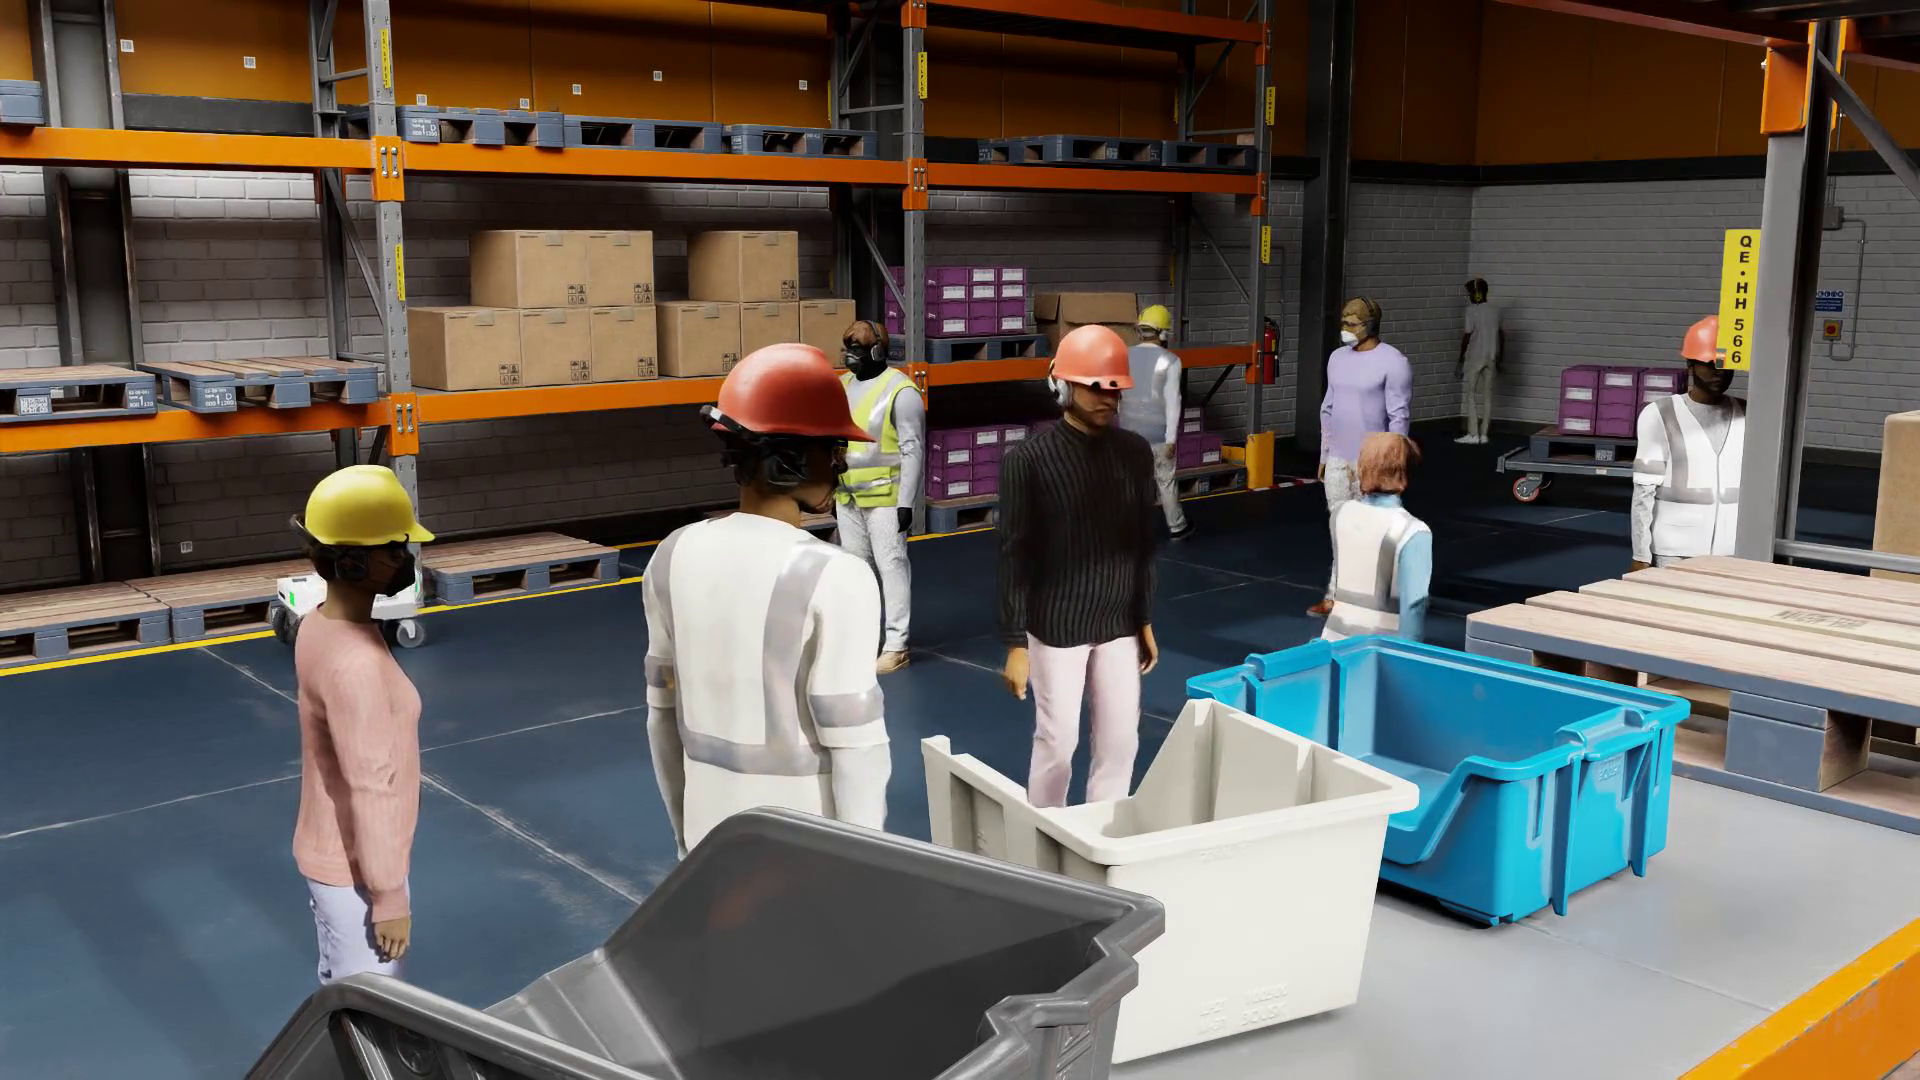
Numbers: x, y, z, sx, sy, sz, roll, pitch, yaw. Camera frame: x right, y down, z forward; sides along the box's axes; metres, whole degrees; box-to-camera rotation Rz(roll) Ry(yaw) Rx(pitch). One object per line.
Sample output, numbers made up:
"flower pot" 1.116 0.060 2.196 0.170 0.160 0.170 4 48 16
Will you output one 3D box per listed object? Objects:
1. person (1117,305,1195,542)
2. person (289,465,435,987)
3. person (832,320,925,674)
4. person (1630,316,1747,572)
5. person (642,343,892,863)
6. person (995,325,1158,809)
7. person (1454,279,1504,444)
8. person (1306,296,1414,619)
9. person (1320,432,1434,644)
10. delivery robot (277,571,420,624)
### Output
"person" 1.401 -0.820 12.204 0.605 1.784 0.923 8 13 37
"person" -1.292 0.712 3.673 0.326 1.766 0.533 -5 11 -28
"person" -0.470 -0.224 8.704 0.625 1.843 0.430 10 14 43
"person" 3.119 0.025 7.038 0.551 1.934 0.373 -1 10 -7
"person" -0.364 0.627 3.382 0.609 2.040 0.394 8 13 39
"person" 0.416 0.293 5.433 0.660 1.978 0.545 -6 12 -29
"person" 5.819 -1.974 18.517 0.609 1.842 0.371 -3 11 -17
"person" 2.341 -0.454 9.737 0.370 1.934 0.627 -7 12 -33
"person" 1.481 0.412 5.871 0.926 1.576 0.518 -6 12 -29
"delivery robot" -3.349 0.295 9.136 0.707 0.478 0.477 -6 12 -32
